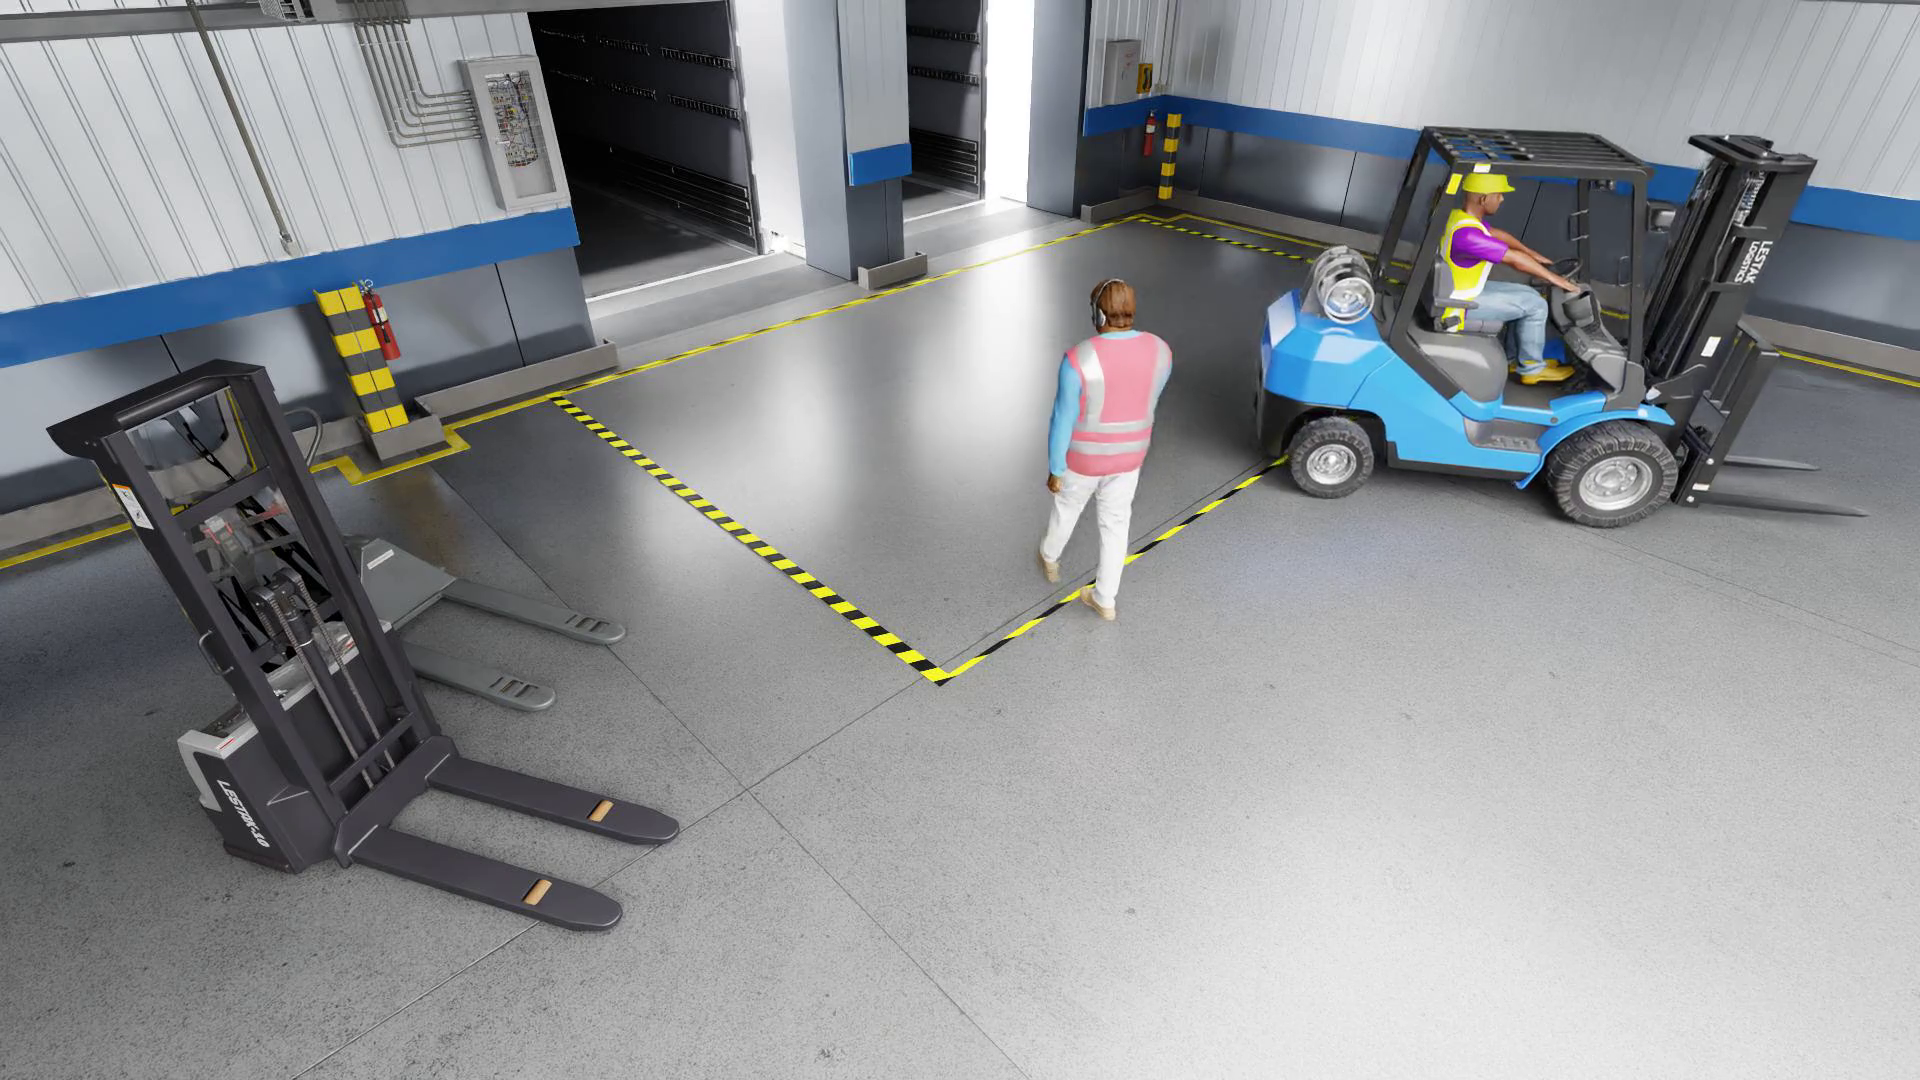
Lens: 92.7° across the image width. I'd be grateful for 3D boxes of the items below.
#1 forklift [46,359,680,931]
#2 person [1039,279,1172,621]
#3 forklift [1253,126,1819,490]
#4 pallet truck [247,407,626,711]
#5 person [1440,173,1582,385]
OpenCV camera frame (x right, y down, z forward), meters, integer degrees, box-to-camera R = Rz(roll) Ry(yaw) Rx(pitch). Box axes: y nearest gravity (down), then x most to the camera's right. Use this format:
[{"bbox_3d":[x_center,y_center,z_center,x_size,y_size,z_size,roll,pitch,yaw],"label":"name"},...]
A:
[{"bbox_3d":[-2.135,0.422,3.354,1.885,1.965,0.823,10,35,14],"label":"forklift"},{"bbox_3d":[0.723,-0.491,4.879,0.654,1.806,0.784,-9,35,-13],"label":"person"},{"bbox_3d":[3.411,-1.486,5.843,2.680,2.036,1.157,8,35,11],"label":"forklift"},{"bbox_3d":[-2.628,0.038,4.590,1.601,1.201,0.680,12,36,18],"label":"pallet truck"},{"bbox_3d":[3.467,-1.629,5.721,1.004,1.294,0.635,8,35,11],"label":"person"}]
